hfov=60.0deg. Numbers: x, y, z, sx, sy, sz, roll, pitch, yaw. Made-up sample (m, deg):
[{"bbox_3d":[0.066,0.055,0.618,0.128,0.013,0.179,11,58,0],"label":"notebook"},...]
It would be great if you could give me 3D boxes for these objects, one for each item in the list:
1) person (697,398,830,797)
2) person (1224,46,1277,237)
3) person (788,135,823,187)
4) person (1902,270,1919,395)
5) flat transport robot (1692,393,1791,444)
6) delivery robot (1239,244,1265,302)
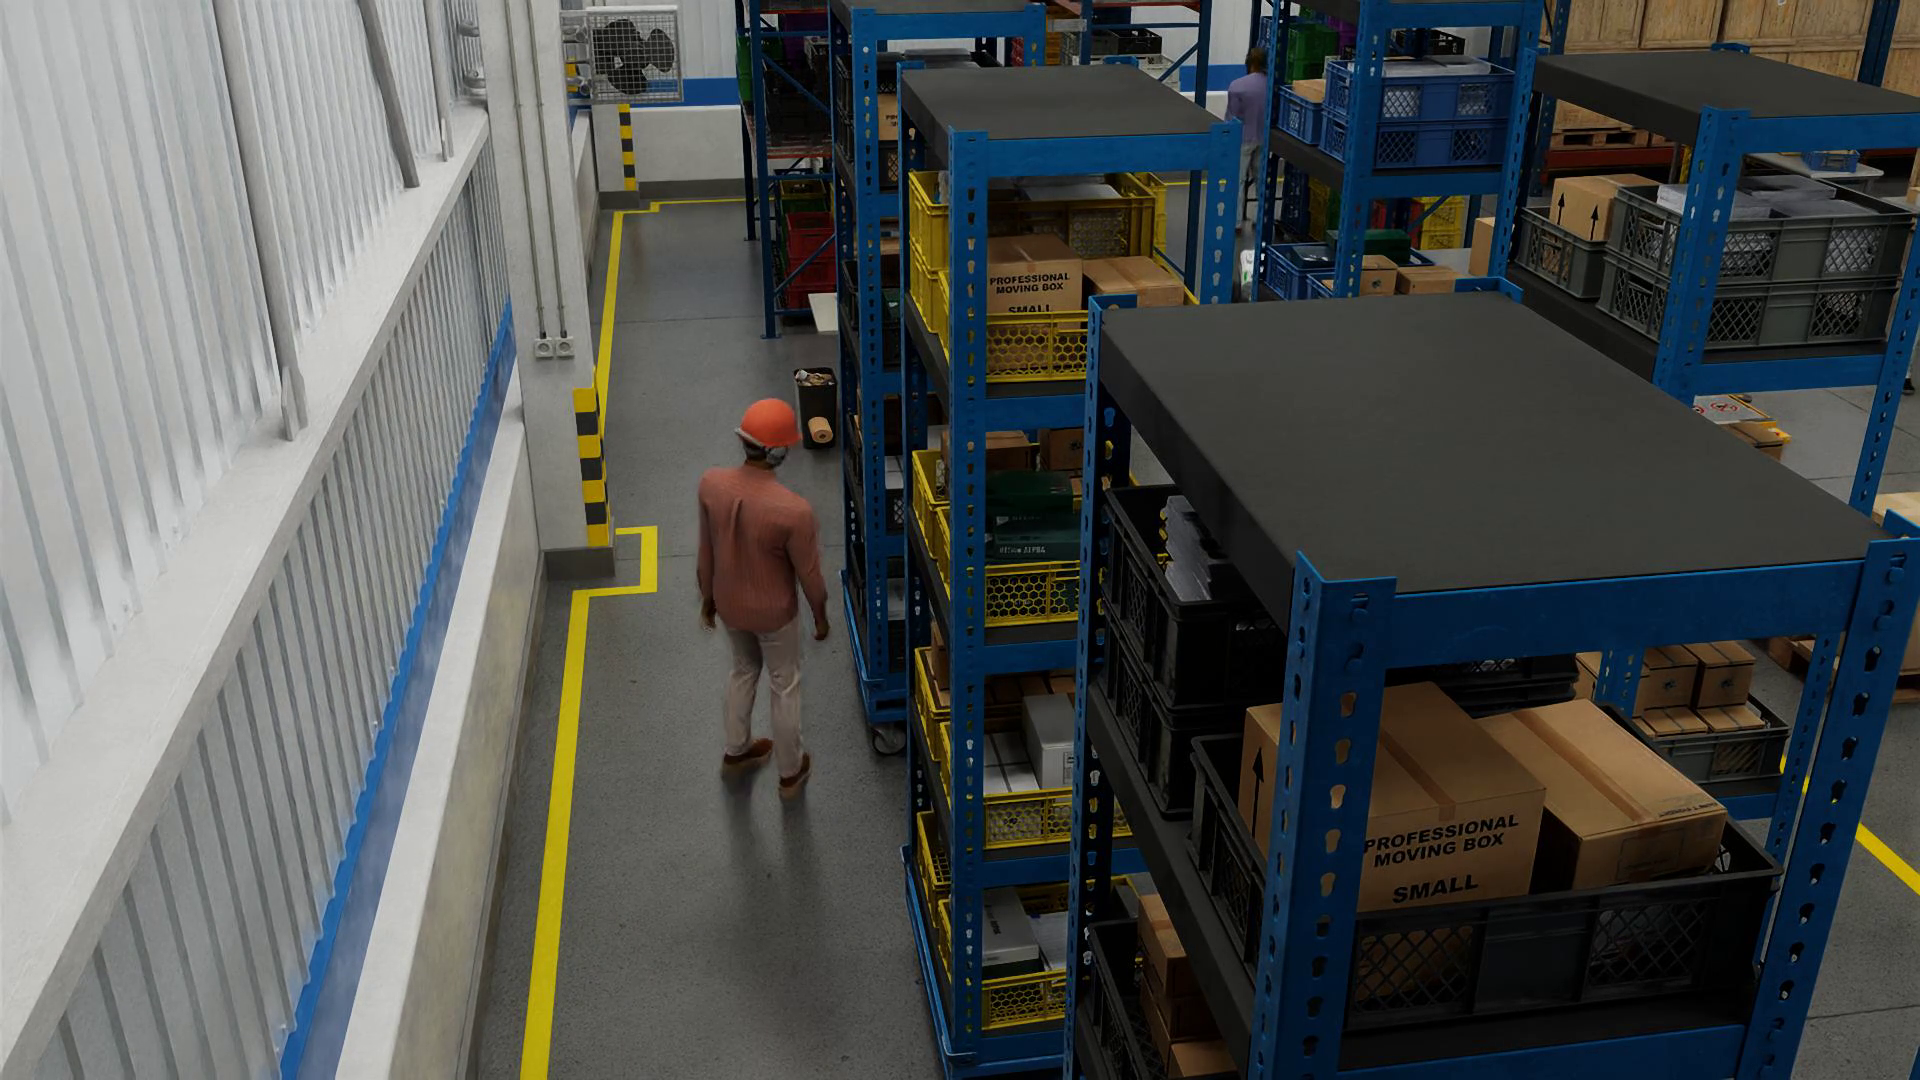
[{"bbox_3d":[-0.884,0.284,7.622,0.621,1.978,0.468,14,28,28],"label":"person"},{"bbox_3d":[3.044,-4.142,17.316,0.645,1.917,0.410,-9,26,-19],"label":"person"},{"bbox_3d":[-1.731,-4.664,18.506,0.578,1.879,0.356,-23,33,-40],"label":"person"},{"bbox_3d":[7.626,-1.997,12.767,0.597,1.825,0.403,4,25,9],"label":"person"},{"bbox_3d":[5.224,-0.859,12.132,1.431,0.197,0.652,-4,25,-8],"label":"flat transport robot"},{"bbox_3d":[2.730,-2.452,15.149,0.477,0.478,0.707,3,25,6],"label":"delivery robot"}]
